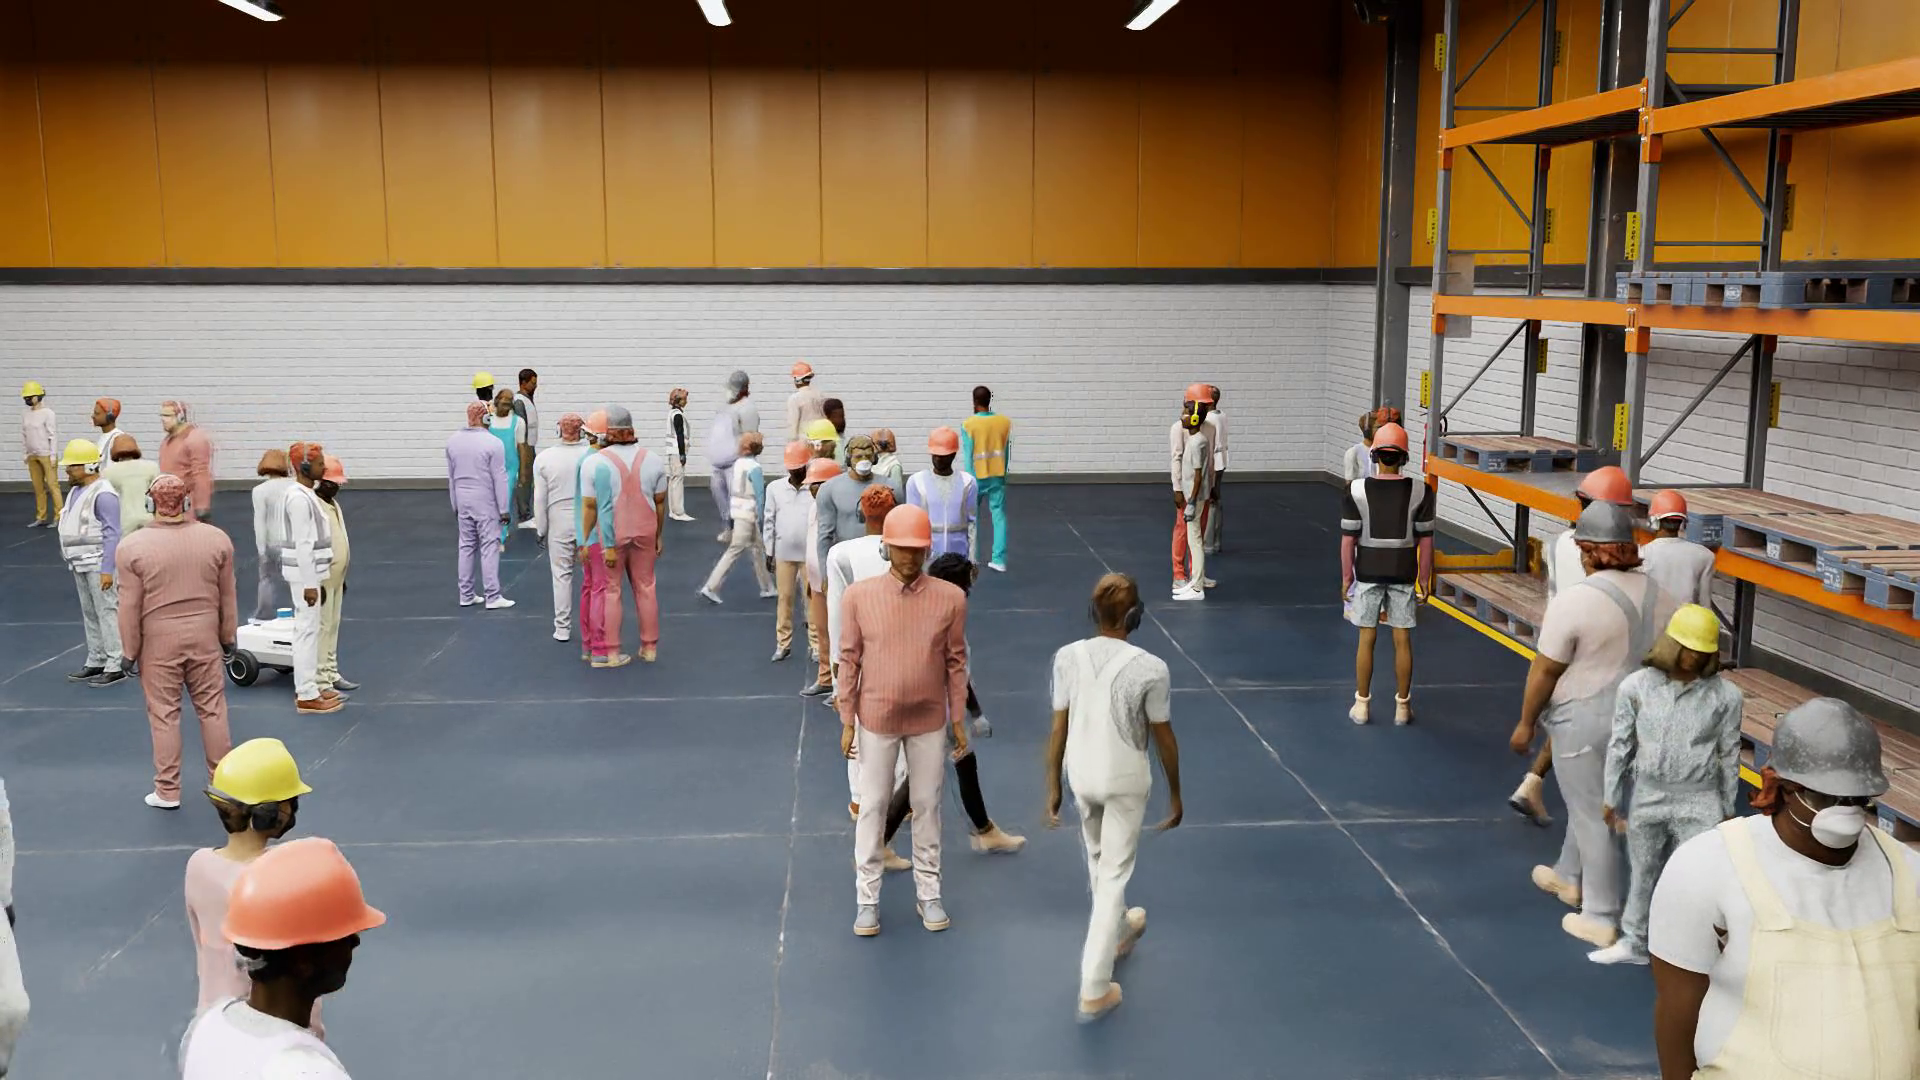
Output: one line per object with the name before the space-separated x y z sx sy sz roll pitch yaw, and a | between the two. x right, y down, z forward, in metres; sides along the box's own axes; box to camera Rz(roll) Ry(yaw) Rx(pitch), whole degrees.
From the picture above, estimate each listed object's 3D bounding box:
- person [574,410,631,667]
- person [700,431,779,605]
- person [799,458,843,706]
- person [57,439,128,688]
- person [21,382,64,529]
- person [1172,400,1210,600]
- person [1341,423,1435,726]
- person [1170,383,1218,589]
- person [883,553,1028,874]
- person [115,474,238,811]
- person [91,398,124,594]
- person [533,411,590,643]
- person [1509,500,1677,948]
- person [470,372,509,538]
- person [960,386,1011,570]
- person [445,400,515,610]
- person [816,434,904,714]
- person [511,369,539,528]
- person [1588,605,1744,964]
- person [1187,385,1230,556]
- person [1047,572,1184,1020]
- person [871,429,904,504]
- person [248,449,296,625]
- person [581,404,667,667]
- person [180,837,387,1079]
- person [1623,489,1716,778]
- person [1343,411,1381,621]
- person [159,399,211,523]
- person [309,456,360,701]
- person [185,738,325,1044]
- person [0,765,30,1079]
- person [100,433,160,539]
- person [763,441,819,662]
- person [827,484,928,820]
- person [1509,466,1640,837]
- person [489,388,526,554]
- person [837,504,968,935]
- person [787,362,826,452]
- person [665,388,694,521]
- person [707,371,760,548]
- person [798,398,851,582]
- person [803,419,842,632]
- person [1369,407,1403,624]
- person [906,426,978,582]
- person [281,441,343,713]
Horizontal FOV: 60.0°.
person | -2.781 -0.012 12.911 0.407 1.987 0.615 -5 10 -27
person | -2.030 -0.207 15.351 0.846 1.599 0.500 -4 10 -22
person | -0.944 0.288 11.748 0.342 1.749 0.573 -6 11 -34
person | -6.407 0.167 12.273 0.593 1.830 0.404 7 12 39
person | -11.004 -1.011 19.890 0.528 1.762 0.334 3 10 21
person | 2.162 -0.371 15.512 0.328 1.876 0.514 1 9 9
person | 2.859 0.234 11.179 0.608 2.044 0.370 2 9 11
person | 2.265 -0.511 16.011 0.612 1.995 0.382 -9 12 -43
person | -0.099 0.872 8.445 0.868 1.642 0.521 -1 9 -7
person | -4.455 0.574 9.471 0.652 1.906 0.409 -9 13 -44
person | -7.939 -0.389 15.593 0.356 1.885 0.574 -7 12 -39
person | -3.186 -0.108 13.760 0.651 1.906 0.401 -3 9 -15
person | 2.848 0.788 7.712 0.687 2.000 0.868 -5 10 -27
person | -5.397 -0.965 19.101 0.384 1.916 0.594 -2 9 -12
person | 0.224 -0.656 17.280 0.599 1.881 0.910 -4 10 -24
person | -4.341 -0.318 15.118 0.649 1.900 0.397 4 10 26
person | -0.683 0.231 11.530 0.632 1.940 0.372 -3 10 -21
person | -5.210 -1.098 19.953 0.392 1.914 0.589 -1 9 -8
person | 2.946 1.080 6.969 0.559 1.697 0.629 5 10 26
person | 2.709 -0.754 17.988 0.389 1.850 0.566 5 10 29
person | 0.698 1.020 6.997 0.523 1.801 0.903 6 11 33
person | -0.669 -0.206 15.215 0.315 1.636 0.515 -4 10 -25
person | -5.703 0.021 13.999 0.918 1.576 0.493 7 11 37
person | -2.644 -0.045 12.943 0.688 2.000 0.536 -6 11 -34
person | -1.322 1.539 3.359 0.553 1.920 0.410 7 11 37
person | 4.208 0.568 9.987 0.563 1.753 0.327 -1 9 -3
person | 3.572 -0.204 14.550 0.507 1.846 0.344 -6 11 -34
person | -7.136 -0.350 15.309 0.671 1.893 0.454 7 11 36
person | -4.513 0.265 11.909 0.339 1.746 0.562 0 9 -3
person | -1.942 1.417 4.656 0.518 1.757 0.339 6 11 33
person | -3.381 1.229 5.415 0.412 1.893 0.688 6 11 31
person | -7.453 -0.165 15.060 0.548 1.593 0.668 -6 11 -33
person | -1.264 0.093 13.003 0.563 1.741 0.338 1 9 4
person | -0.443 0.627 9.220 0.574 1.882 0.356 0 9 3
person | 3.344 0.611 8.873 0.597 2.033 0.628 -2 9 -15
person | -5.017 -0.764 18.177 0.568 1.807 0.515 -2 9 -10
person | -0.261 0.820 7.649 0.609 1.996 0.378 -2 9 -10
person | -1.865 -1.153 20.087 0.407 1.986 0.609 6 11 35
person | -3.479 -1.056 20.544 0.310 1.639 0.514 -3 10 -19
person | -2.554 -0.919 18.430 0.547 2.000 0.823 -6 11 -35
person | -1.210 -0.421 15.814 0.834 1.881 0.604 2 9 14
person | -1.153 -0.102 13.989 0.482 1.820 0.615 4 10 24
person | 3.670 -0.215 14.501 0.339 1.882 0.581 0 9 1
person | -0.125 0.123 12.227 0.545 1.933 0.376 -2 9 -11
person | -4.519 0.255 11.550 0.349 1.881 0.577 -3 10 -20
